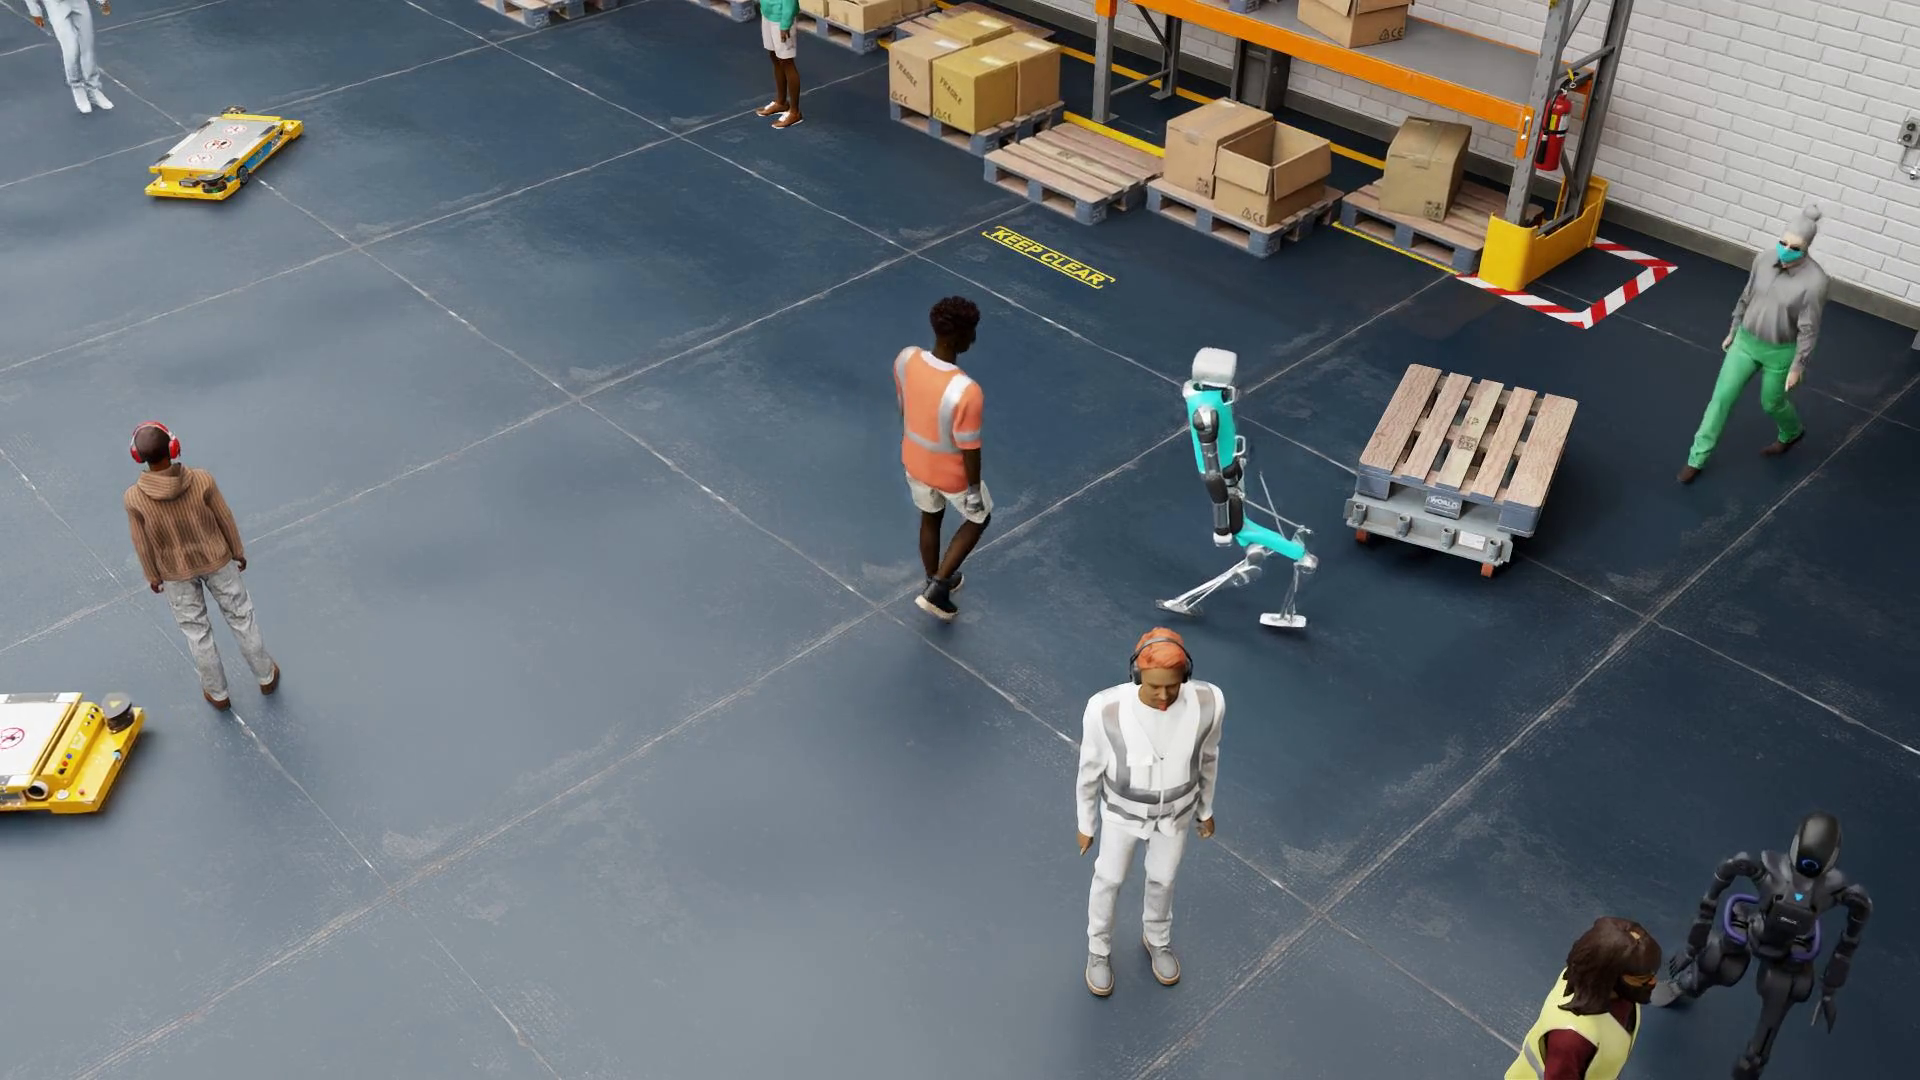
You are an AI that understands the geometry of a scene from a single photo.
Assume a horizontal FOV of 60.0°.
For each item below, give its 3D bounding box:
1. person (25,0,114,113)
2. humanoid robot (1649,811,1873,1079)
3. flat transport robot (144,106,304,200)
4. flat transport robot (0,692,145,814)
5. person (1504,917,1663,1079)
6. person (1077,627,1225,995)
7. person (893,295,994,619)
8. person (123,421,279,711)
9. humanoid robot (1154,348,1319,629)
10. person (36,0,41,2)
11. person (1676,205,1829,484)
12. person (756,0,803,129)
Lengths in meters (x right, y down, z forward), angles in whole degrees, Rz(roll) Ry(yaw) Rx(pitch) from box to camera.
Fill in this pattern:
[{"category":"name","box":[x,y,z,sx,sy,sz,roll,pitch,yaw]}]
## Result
[{"category":"person","box":[-7.676,-4.627,14.302,0.493,1.903,0.599,28,45,32]},{"category":"humanoid robot","box":[3.093,1.525,6.381,0.600,1.626,0.700,15,40,19]},{"category":"flat transport robot","box":[-6.087,-3.210,13.783,0.659,0.231,1.431,5,37,7]},{"category":"flat transport robot","box":[-4.844,1.056,8.135,1.431,0.231,0.659,-1,37,-2]},{"category":"person","box":[2.081,1.922,5.746,0.378,1.769,0.469,23,43,27]},{"category":"person","box":[0.755,1.106,6.730,0.586,1.882,0.343,-6,37,-8]},{"category":"person","box":[-0.080,-0.403,8.685,0.602,1.940,0.454,27,45,31]},{"category":"person","box":[-3.758,0.146,8.193,0.462,1.646,0.314,-19,41,-23]},{"category":"humanoid robot","box":[1.590,-0.190,8.600,1.017,1.729,0.553,5,37,7]},{"category":"person","box":[-9.291,-6.228,16.349,1.017,1.995,0.632,30,46,34]},{"category":"person","box":[4.815,-1.182,9.830,0.882,1.806,0.562,-22,42,-26]},{"category":"person","box":[-1.540,-4.444,14.106,0.390,1.849,0.505,-18,41,-23]}]
